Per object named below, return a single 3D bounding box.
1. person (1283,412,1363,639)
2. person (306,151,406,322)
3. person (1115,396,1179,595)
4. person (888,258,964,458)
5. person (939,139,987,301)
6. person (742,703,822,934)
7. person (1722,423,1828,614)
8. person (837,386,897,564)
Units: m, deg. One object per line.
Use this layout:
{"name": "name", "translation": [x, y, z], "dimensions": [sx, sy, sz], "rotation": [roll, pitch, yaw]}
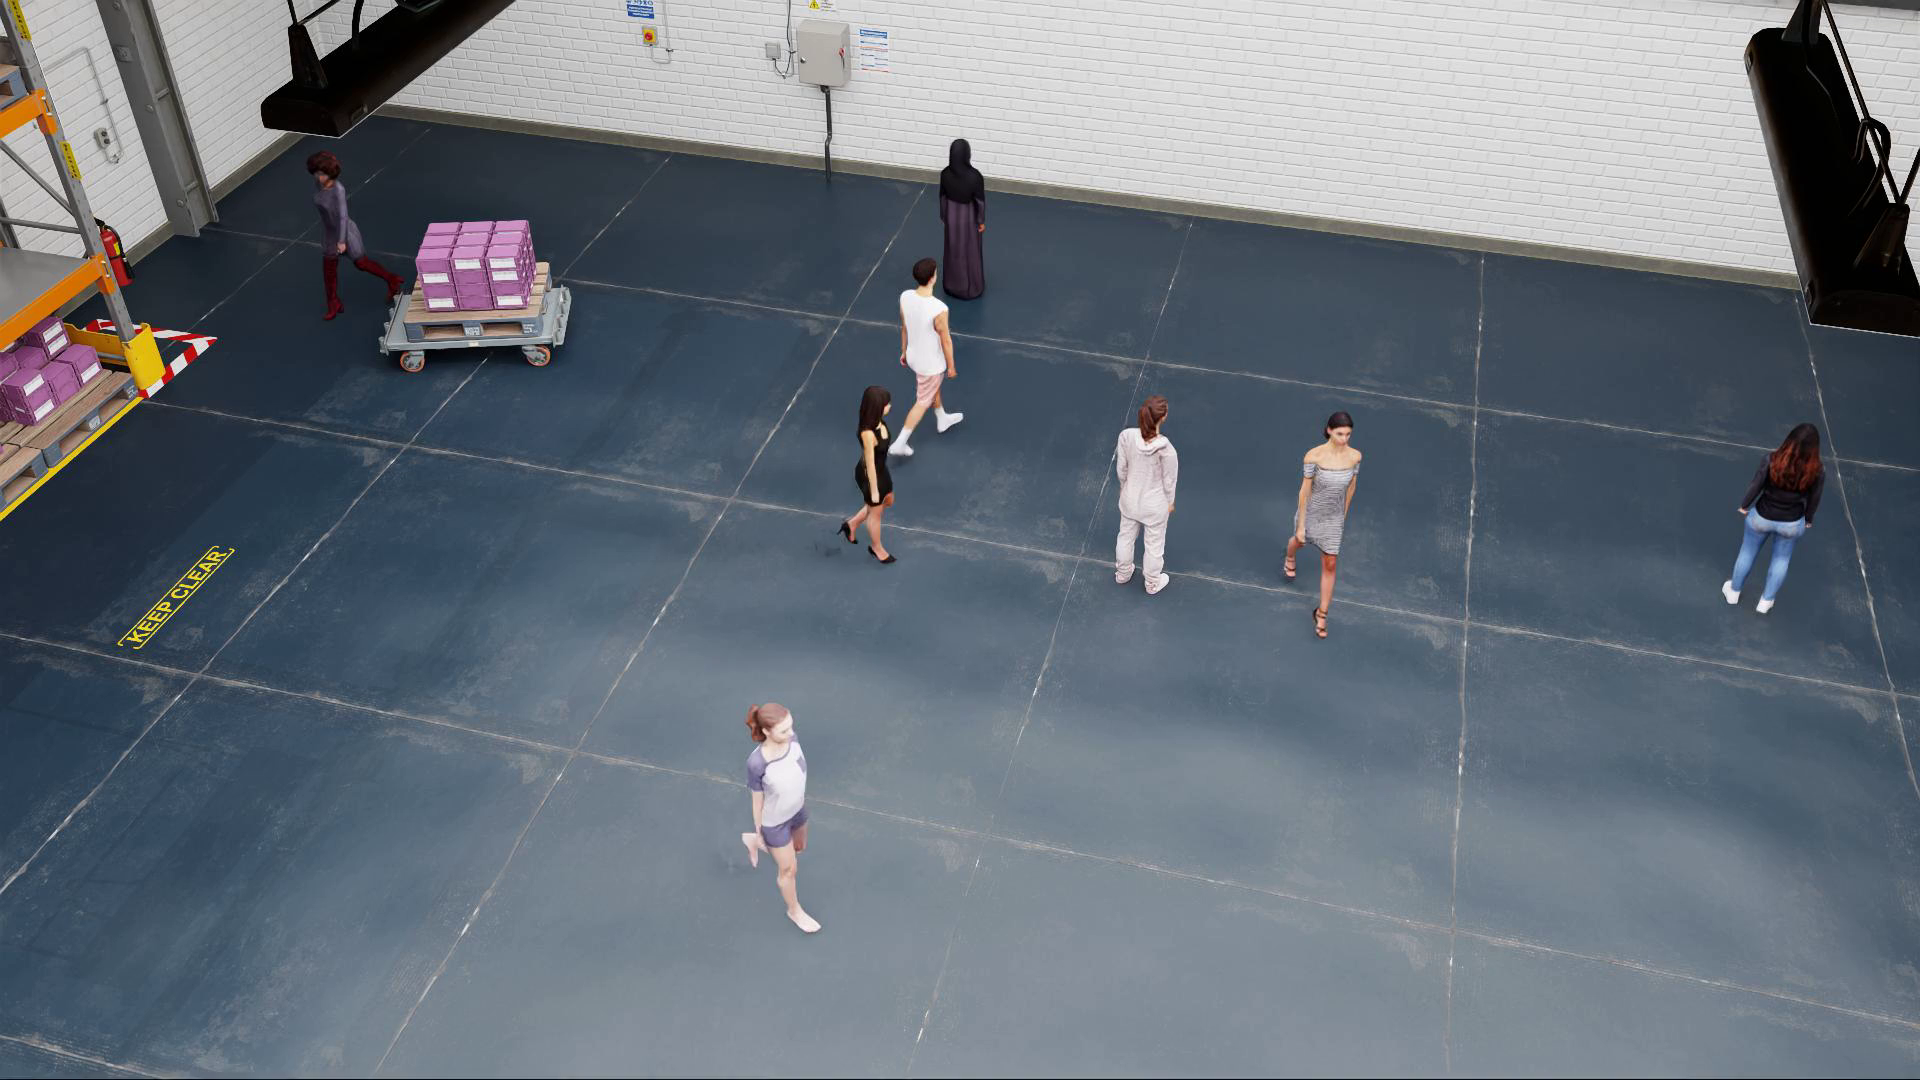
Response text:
{"name": "person", "translation": [2.613, -0.213, 12.250], "dimensions": [0.821, 1.776, 1.163], "rotation": [-2, 39, -2]}
{"name": "person", "translation": [-5.738, -2.886, 15.672], "dimensions": [0.833, 1.682, 1.118], "rotation": [27, 46, 29]}
{"name": "person", "translation": [1.385, -0.332, 12.466], "dimensions": [0.696, 1.693, 0.666], "rotation": [21, 43, 24]}
{"name": "person", "translation": [-0.337, -1.472, 13.846], "dimensions": [1.237, 1.752, 1.036], "rotation": [-31, 48, -33]}
{"name": "person", "translation": [0.015, -3.098, 15.992], "dimensions": [0.608, 1.615, 0.590], "rotation": [12, 40, 14]}
{"name": "person", "translation": [-1.141, 1.605, 10.001], "dimensions": [0.858, 1.743, 0.973], "rotation": [26, 46, 29]}
{"name": "person", "translation": [6.041, -0.159, 12.296], "dimensions": [0.668, 1.634, 0.588], "rotation": [14, 41, 17]}
{"name": "person", "translation": [-0.743, -0.488, 12.707], "dimensions": [0.686, 1.635, 0.654], "rotation": [6, 39, 7]}
